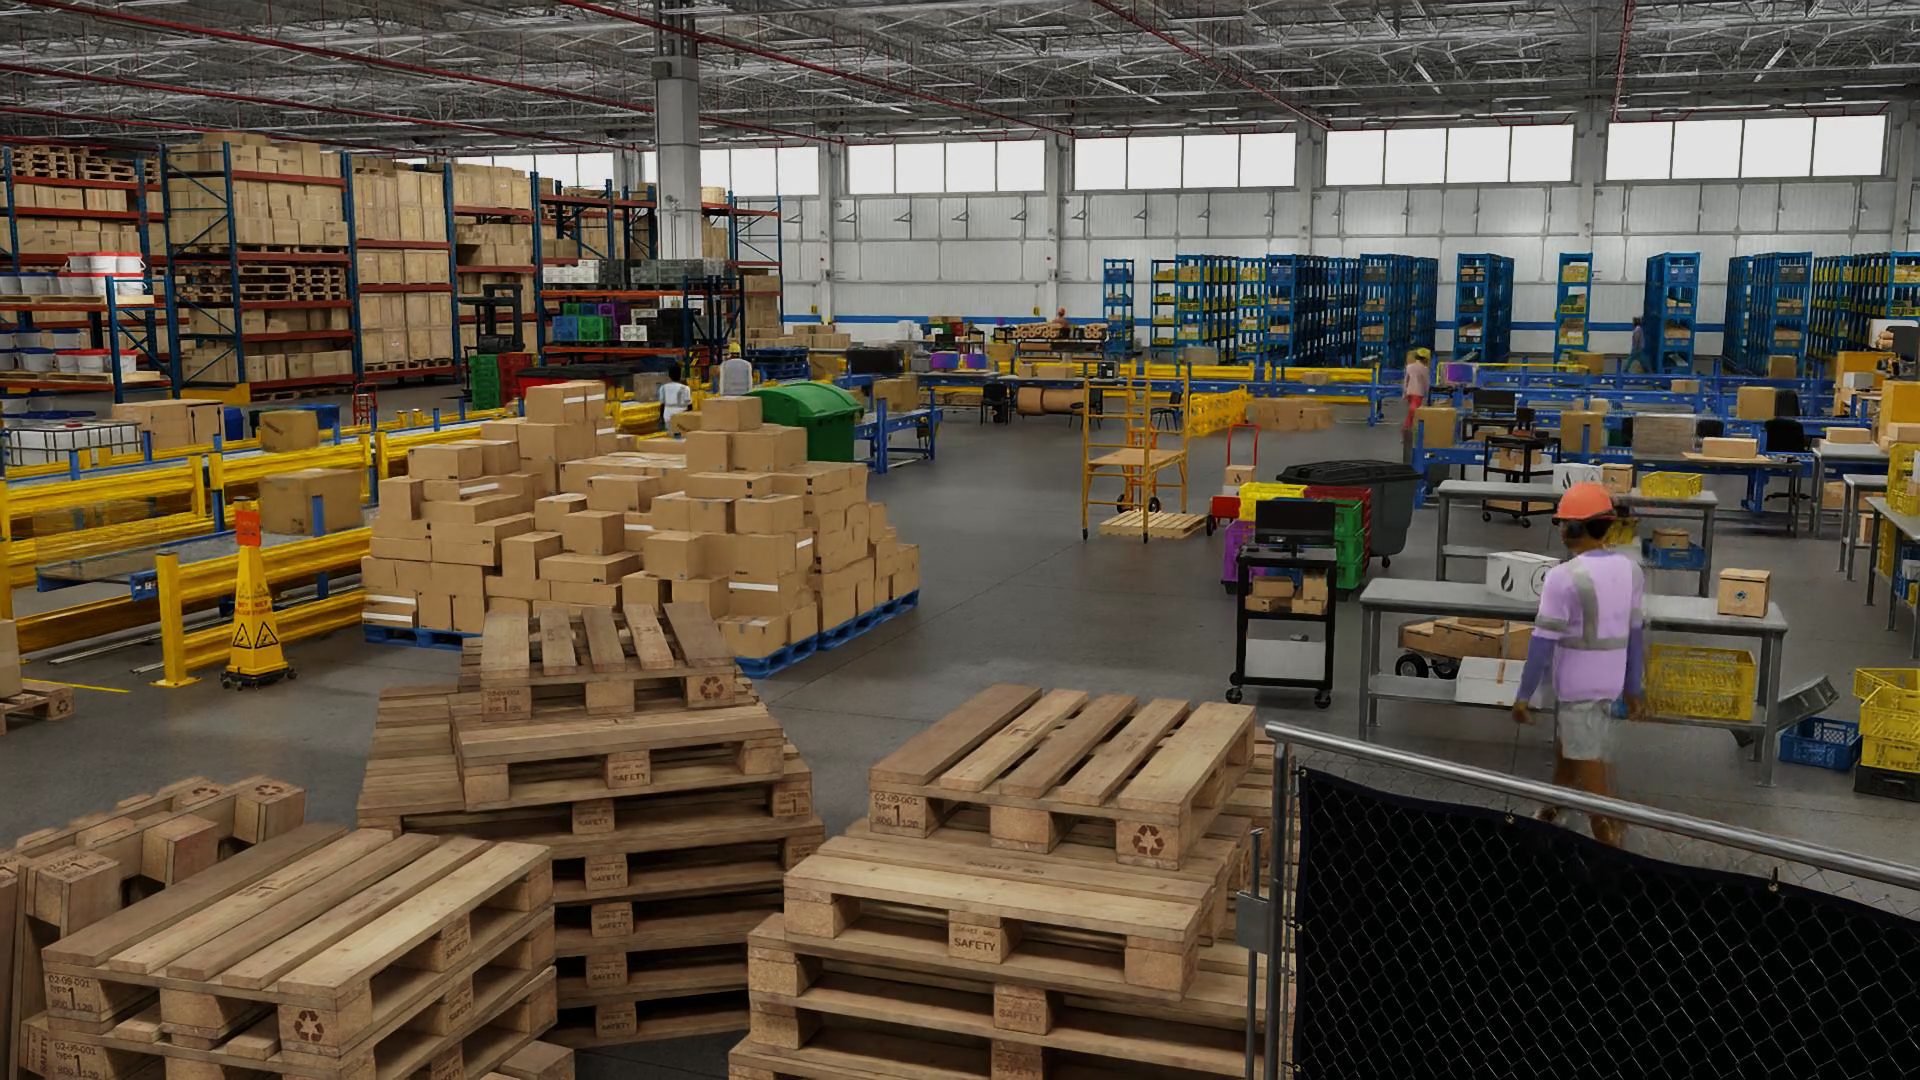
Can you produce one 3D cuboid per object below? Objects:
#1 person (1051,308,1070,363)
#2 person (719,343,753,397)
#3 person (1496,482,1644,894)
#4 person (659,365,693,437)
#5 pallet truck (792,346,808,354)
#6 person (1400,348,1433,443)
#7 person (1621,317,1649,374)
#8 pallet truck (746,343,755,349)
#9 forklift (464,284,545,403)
[{"bbox_3d":[3.229,-6.460,53.428,0.621,1.989,0.398,2,9,11],"label":"person"},{"bbox_3d":[-4.008,-2.614,29.793,0.609,1.826,0.404,-3,10,-18],"label":"person"},{"bbox_3d":[3.025,0.706,8.382,0.641,2.004,0.953,-6,11,-31],"label":"person"},{"bbox_3d":[-4.416,-1.878,25.711,0.532,1.660,0.856,4,10,24],"label":"person"},{"bbox_3d":[-3.705,-4.298,42.022,0.653,1.274,1.630,3,10,20],"label":"pallet truck"},{"bbox_3d":[8.317,-2.604,30.051,0.869,1.714,0.541,-5,10,-29],"label":"person"},{"bbox_3d":[20.156,-5.734,49.517,0.996,1.795,0.589,5,10,27],"label":"person"},{"bbox_3d":[-6.183,-4.618,44.264,1.601,1.201,0.680,-9,12,-43],"label":"pallet truck"},{"bbox_3d":[-10.832,-4.702,39.610,1.129,2.768,1.873,3,10,20],"label":"forklift"}]
